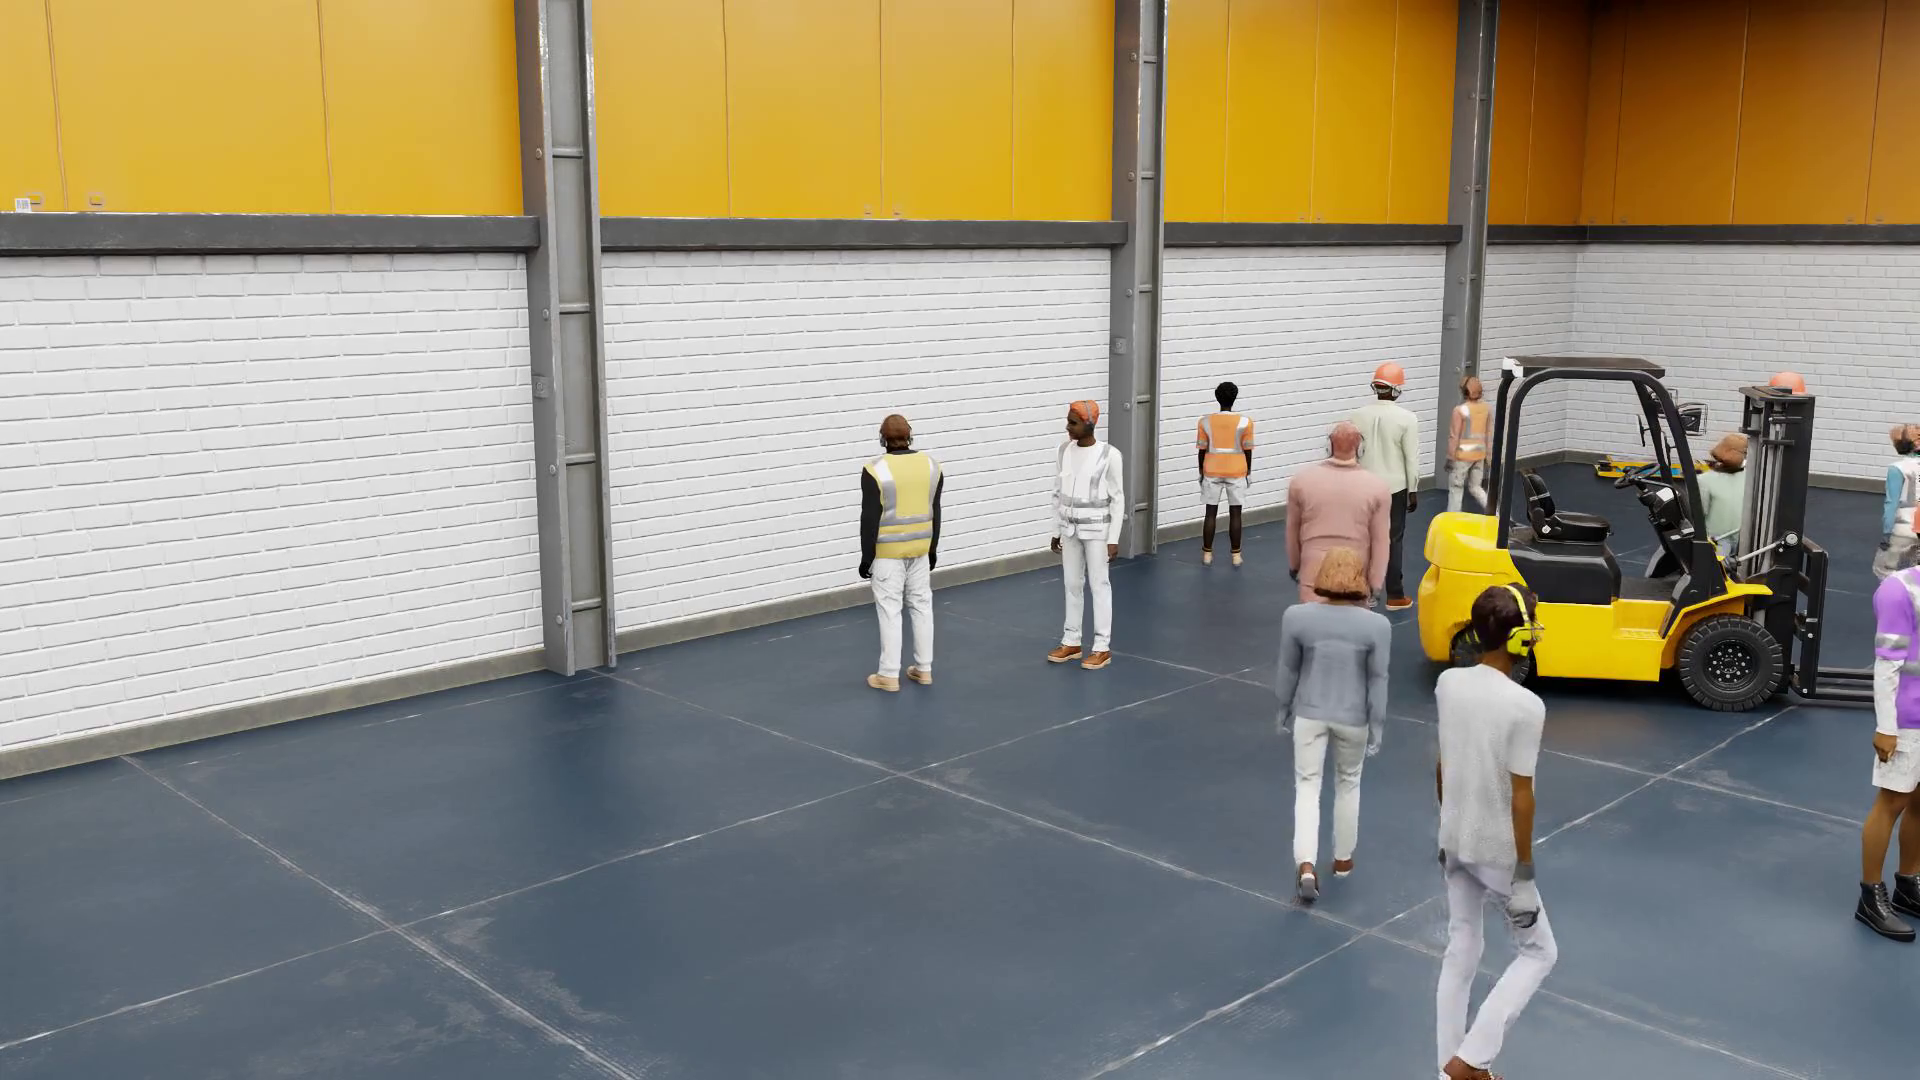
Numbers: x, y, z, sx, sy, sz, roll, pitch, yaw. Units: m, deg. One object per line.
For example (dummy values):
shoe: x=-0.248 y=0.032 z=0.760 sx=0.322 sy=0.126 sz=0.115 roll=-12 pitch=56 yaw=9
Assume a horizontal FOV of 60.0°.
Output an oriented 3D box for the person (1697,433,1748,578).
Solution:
person: x=5.587 y=0.001 z=12.177 sx=0.484 sy=1.590 sz=0.792 roll=-2 pitch=11 yaw=-10

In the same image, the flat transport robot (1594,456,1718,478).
flat transport robot: x=8.675 y=-0.900 z=20.681 sx=1.431 sy=0.197 sz=0.652 roll=3 pitch=11 yaw=16

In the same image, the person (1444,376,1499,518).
person: x=5.071 y=-0.810 z=16.507 sx=0.537 sy=1.622 sz=0.636 roll=-6 pitch=12 yaw=-30

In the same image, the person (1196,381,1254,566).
person: x=2.415 y=-0.600 z=15.184 sx=0.530 sy=1.689 sz=0.321 roll=4 pitch=11 yaw=19

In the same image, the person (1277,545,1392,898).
person: x=1.692 y=0.836 z=7.603 sx=0.505 sy=1.617 sz=0.726 roll=3 pitch=11 yaw=15

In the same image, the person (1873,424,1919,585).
person: x=7.069 y=-0.059 z=12.390 sx=0.592 sy=1.619 sz=0.366 roll=-4 pitch=11 yaw=-22

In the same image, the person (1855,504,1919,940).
person: x=4.155 y=0.744 z=7.151 sx=0.552 sy=1.942 sz=0.341 roll=-5 pitch=11 yaw=-23

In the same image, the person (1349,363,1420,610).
person: x=3.416 y=-0.430 z=13.416 sx=0.608 sy=1.995 sz=0.377 roll=8 pitch=13 yaw=37

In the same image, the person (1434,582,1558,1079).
person: x=1.821 y=1.061 z=5.670 sx=0.397 sy=1.852 sz=0.561 roll=-5 pitch=11 yaw=-24

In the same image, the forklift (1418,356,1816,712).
forklift: x=4.276 y=-0.101 z=11.076 sx=2.313 sy=2.155 sz=1.214 roll=2 pitch=11 yaw=13

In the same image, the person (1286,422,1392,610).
person: x=2.375 y=0.180 z=10.482 sx=0.647 sy=1.849 sz=1.027 roll=3 pitch=11 yaw=16

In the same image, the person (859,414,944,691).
person: x=-0.412 y=0.080 z=11.059 sx=0.629 sy=1.839 sz=0.429 roll=-7 pitch=13 yaw=-35

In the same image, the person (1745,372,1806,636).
person: x=6.152 y=-0.278 z=12.601 sx=0.392 sy=1.990 sz=0.611 roll=0 pitch=10 yaw=-1

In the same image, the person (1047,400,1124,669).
person: x=0.874 y=-0.043 z=11.606 sx=0.583 sy=1.881 sz=0.337 roll=9 pitch=14 yaw=42
